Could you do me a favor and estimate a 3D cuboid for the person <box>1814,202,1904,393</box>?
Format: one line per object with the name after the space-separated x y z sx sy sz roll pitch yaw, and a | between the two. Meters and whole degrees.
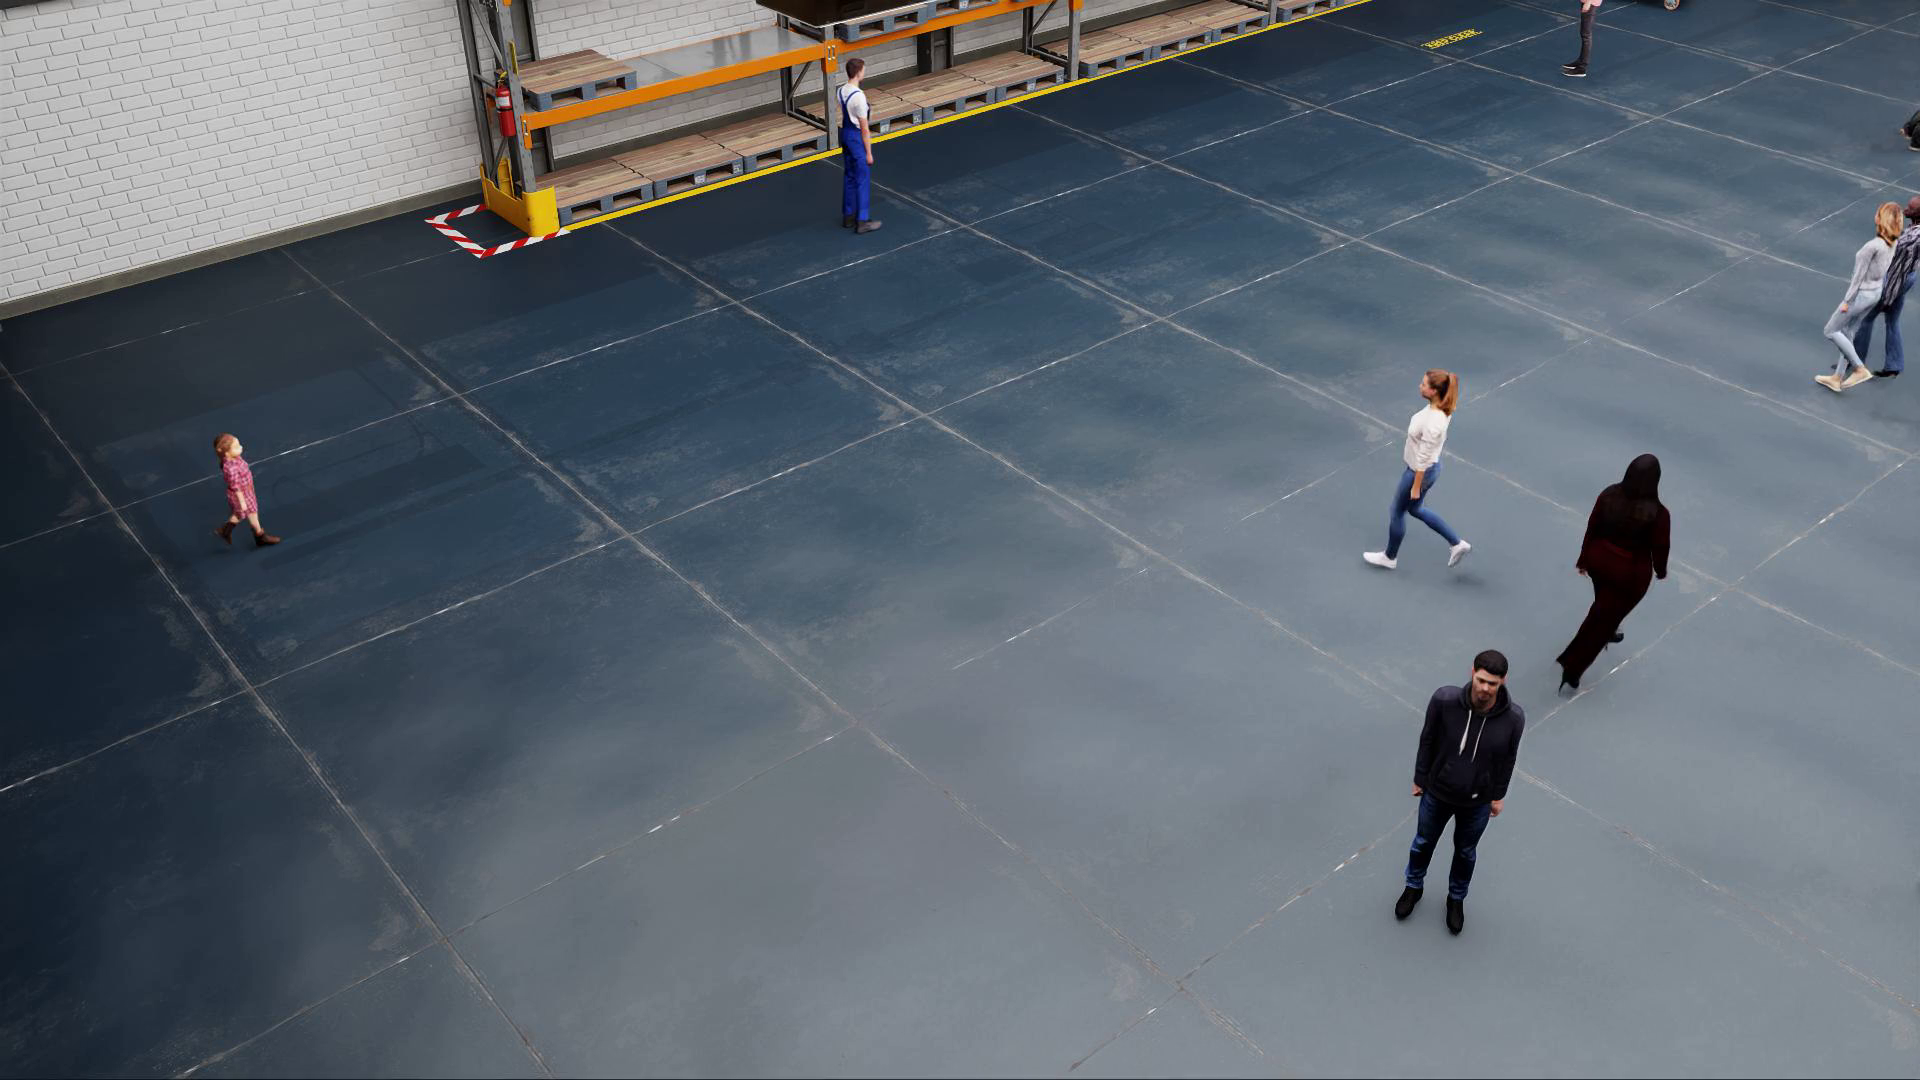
7.960 -2.063 14.555 0.681 1.774 0.717 -20 39 -28 | person

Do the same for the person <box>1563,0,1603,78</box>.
8.394 -7.173 22.076 0.767 1.959 0.664 10 35 15 | person

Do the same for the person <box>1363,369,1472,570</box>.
3.467 -0.465 12.217 0.937 1.701 1.022 14 36 20 | person

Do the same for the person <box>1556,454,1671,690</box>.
4.334 0.261 11.120 1.124 1.707 0.745 -20 38 -27 | person

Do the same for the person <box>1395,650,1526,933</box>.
2.793 1.371 9.281 0.760 1.893 0.756 12 35 17 | person

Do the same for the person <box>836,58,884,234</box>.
-1.127 -4.203 17.707 0.585 1.848 0.632 -23 40 -30 | person

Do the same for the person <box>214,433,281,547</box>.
-5.533 -0.367 12.693 0.711 1.010 0.549 -11 35 -17 | person

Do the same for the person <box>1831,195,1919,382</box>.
8.382 -2.219 14.791 0.835 1.772 0.796 28 42 35 | person
